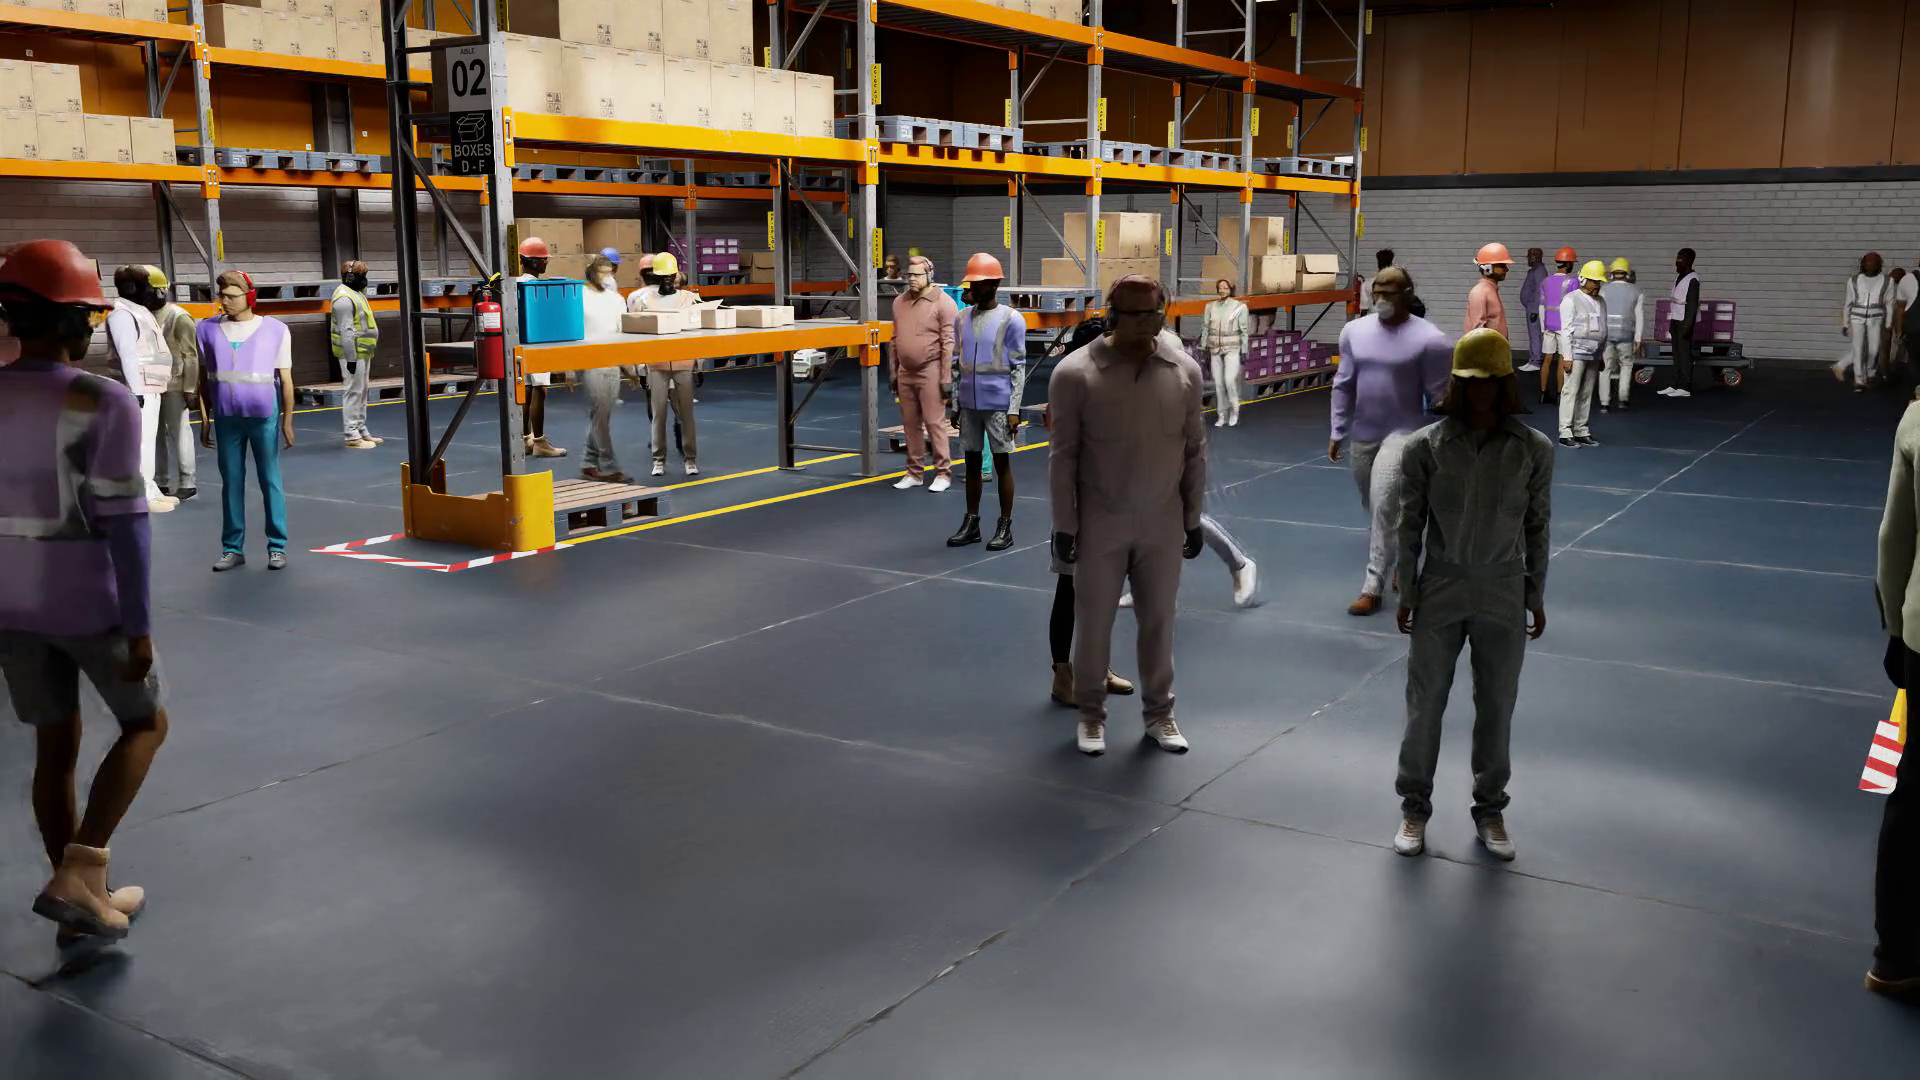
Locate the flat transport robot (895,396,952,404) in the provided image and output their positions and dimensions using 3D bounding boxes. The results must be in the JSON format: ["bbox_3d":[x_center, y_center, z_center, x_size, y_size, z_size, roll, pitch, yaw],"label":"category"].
[{"bbox_3d":[-0.272,-1.860,20.842,0.652,0.197,1.431,3,11,17],"label":"flat transport robot"}]

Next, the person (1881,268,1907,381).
[{"bbox_3d":[13.513,-3.118,24.036,0.531,1.615,0.558,9,13,39],"label":"person"}]

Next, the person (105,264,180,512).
[{"bbox_3d":[-6.113,-1.131,12.445,0.429,1.846,0.625,-3,11,-16],"label":"person"}]

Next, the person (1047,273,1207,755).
[{"bbox_3d":[0.665,-0.092,6.553,0.647,1.897,0.399,-2,10,-12],"label":"person"}]

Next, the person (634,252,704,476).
[{"bbox_3d":[-2.494,-1.503,14.312,0.582,1.919,0.386,-2,10,-10],"label":"person"}]

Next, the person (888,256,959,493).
[{"bbox_3d":[-0.313,-1.332,13.439,0.647,1.897,0.398,8,13,38],"label":"person"}]

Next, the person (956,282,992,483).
[{"bbox_3d":[0.129,-1.364,13.943,0.306,1.772,0.527,-1,10,-5],"label":"person"}]

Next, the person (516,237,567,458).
[{"bbox_3d":[-3.957,-1.791,15.547,0.376,2.045,0.605,-7,12,-34],"label":"person"}]

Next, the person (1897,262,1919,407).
[{"bbox_3d":[11.548,-2.571,19.876,0.831,2.000,0.696,-10,14,-43],"label":"person"}]

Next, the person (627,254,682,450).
[{"bbox_3d":[-2.843,-1.762,15.816,0.561,1.899,0.778,-5,11,-25],"label":"person"}]

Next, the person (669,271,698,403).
[{"bbox_3d":[-3.511,-2.511,20.683,0.546,1.635,0.313,3,11,18],"label":"person"}]

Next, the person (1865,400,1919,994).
[{"bbox_3d":[2.675,0.266,4.284,0.396,1.992,0.623,-4,11,-23],"label":"person"}]

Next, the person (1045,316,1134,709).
[{"bbox_3d":[0.585,-0.127,7.285,0.320,1.698,0.531,9,14,41],"label":"person"}]

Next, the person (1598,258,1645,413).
[{"bbox_3d":[7.734,-2.408,19.601,0.615,1.808,0.597,5,11,26],"label":"person"}]

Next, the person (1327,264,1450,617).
[{"bbox_3d":[2.400,-0.579,9.227,0.617,1.897,0.947,9,14,42],"label":"person"}]

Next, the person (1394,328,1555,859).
[{"bbox_3d":[1.671,0.184,5.433,0.494,1.743,0.302,1,10,8],"label":"person"}]

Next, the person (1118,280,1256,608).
[{"bbox_3d":[1.228,-0.517,9.127,0.788,1.828,0.524,-3,11,-17],"label":"person"}]

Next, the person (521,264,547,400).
[{"bbox_3d":[-5.340,-2.595,20.587,0.584,1.844,0.995,-1,10,-6],"label":"person"}]

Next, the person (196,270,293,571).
[{"bbox_3d":[-4.380,-0.730,10.238,0.563,1.838,0.388,-1,10,-6],"label":"person"}]

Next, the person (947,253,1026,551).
[{"bbox_3d":[0.162,-0.898,10.894,0.545,1.938,0.362,6,12,31],"label":"person"}]

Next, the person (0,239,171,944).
[{"bbox_3d":[-2.537,0.177,4.710,0.603,2.027,0.467,1,10,8],"label":"person"}]

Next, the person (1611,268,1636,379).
[{"bbox_3d":[9.658,-3.143,24.228,0.461,1.619,0.516,-3,11,-14],"label":"person"}]

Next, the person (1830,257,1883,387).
[{"bbox_3d":[12.466,-3.026,22.984,0.554,1.821,0.645,5,11,25],"label":"person"}]

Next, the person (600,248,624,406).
[{"bbox_3d":[-4.329,-2.603,20.393,0.473,1.928,0.613,-7,13,-35],"label":"person"}]

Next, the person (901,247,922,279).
[{"bbox_3d":[-0.776,-4.057,28.494,0.586,1.898,0.611,6,12,30],"label":"person"}]

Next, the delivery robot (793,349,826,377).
[{"bbox_3d":[-2.171,-2.555,23.644,0.477,0.478,0.707,3,11,16],"label":"delivery robot"}]

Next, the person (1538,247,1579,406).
[{"bbox_3d":[7.373,-2.616,20.411,0.361,1.935,0.553,-6,12,-30],"label":"person"}]

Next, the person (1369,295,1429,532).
[{"bbox_3d":[2.935,-0.819,11.217,0.826,1.660,0.545,-9,14,-42],"label":"person"}]

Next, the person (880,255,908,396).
[{"bbox_3d":[-0.883,-2.774,21.612,0.542,1.815,0.801,1,10,6],"label":"person"}]

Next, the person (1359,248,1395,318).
[{"bbox_3d":[5.161,-2.580,20.244,0.606,1.931,0.942,4,11,20],"label":"person"}]

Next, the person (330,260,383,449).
[{"bbox_3d":[-5.887,-1.802,16.217,0.430,1.834,0.634,-2,10,-8],"label":"person"}]

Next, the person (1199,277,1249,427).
[{"bbox_3d":[2.854,-2.024,17.979,0.512,1.628,0.419,7,13,35],"label":"person"}]

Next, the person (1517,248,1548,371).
[{"bbox_3d":[8.872,-3.564,25.762,0.399,1.905,0.643,3,11,16],"label":"person"}]

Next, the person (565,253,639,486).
[{"bbox_3d":[-2.952,-1.402,13.781,0.672,1.926,0.655,7,12,34],"label":"person"}]

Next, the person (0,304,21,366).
[{"bbox_3d":[-7.928,-1.367,13.971,0.532,1.765,0.328,-2,11,-13],"label":"person"}]

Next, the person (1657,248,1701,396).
[{"bbox_3d":[9.404,-2.826,21.624,0.392,1.922,0.593,0,10,2],"label":"person"}]

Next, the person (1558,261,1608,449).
[{"bbox_3d":[6.105,-1.808,16.254,0.588,1.823,0.403,-7,12,-33],"label":"person"}]

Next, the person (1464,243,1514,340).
[{"bbox_3d":[4.454,-1.505,14.093,0.378,1.995,0.609,5,11,25],"label":"person"}]

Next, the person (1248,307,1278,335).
[{"bbox_3d":[4.447,-3.432,24.870,0.638,1.967,0.695,7,13,35],"label":"person"}]

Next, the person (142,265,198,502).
[{"bbox_3d":[-6.180,-1.199,12.854,0.600,1.829,0.404,3,11,18],"label":"person"}]

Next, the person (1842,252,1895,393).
[{"bbox_3d":[12.049,-2.888,22.102,0.588,1.865,0.415,6,12,31],"label":"person"}]
